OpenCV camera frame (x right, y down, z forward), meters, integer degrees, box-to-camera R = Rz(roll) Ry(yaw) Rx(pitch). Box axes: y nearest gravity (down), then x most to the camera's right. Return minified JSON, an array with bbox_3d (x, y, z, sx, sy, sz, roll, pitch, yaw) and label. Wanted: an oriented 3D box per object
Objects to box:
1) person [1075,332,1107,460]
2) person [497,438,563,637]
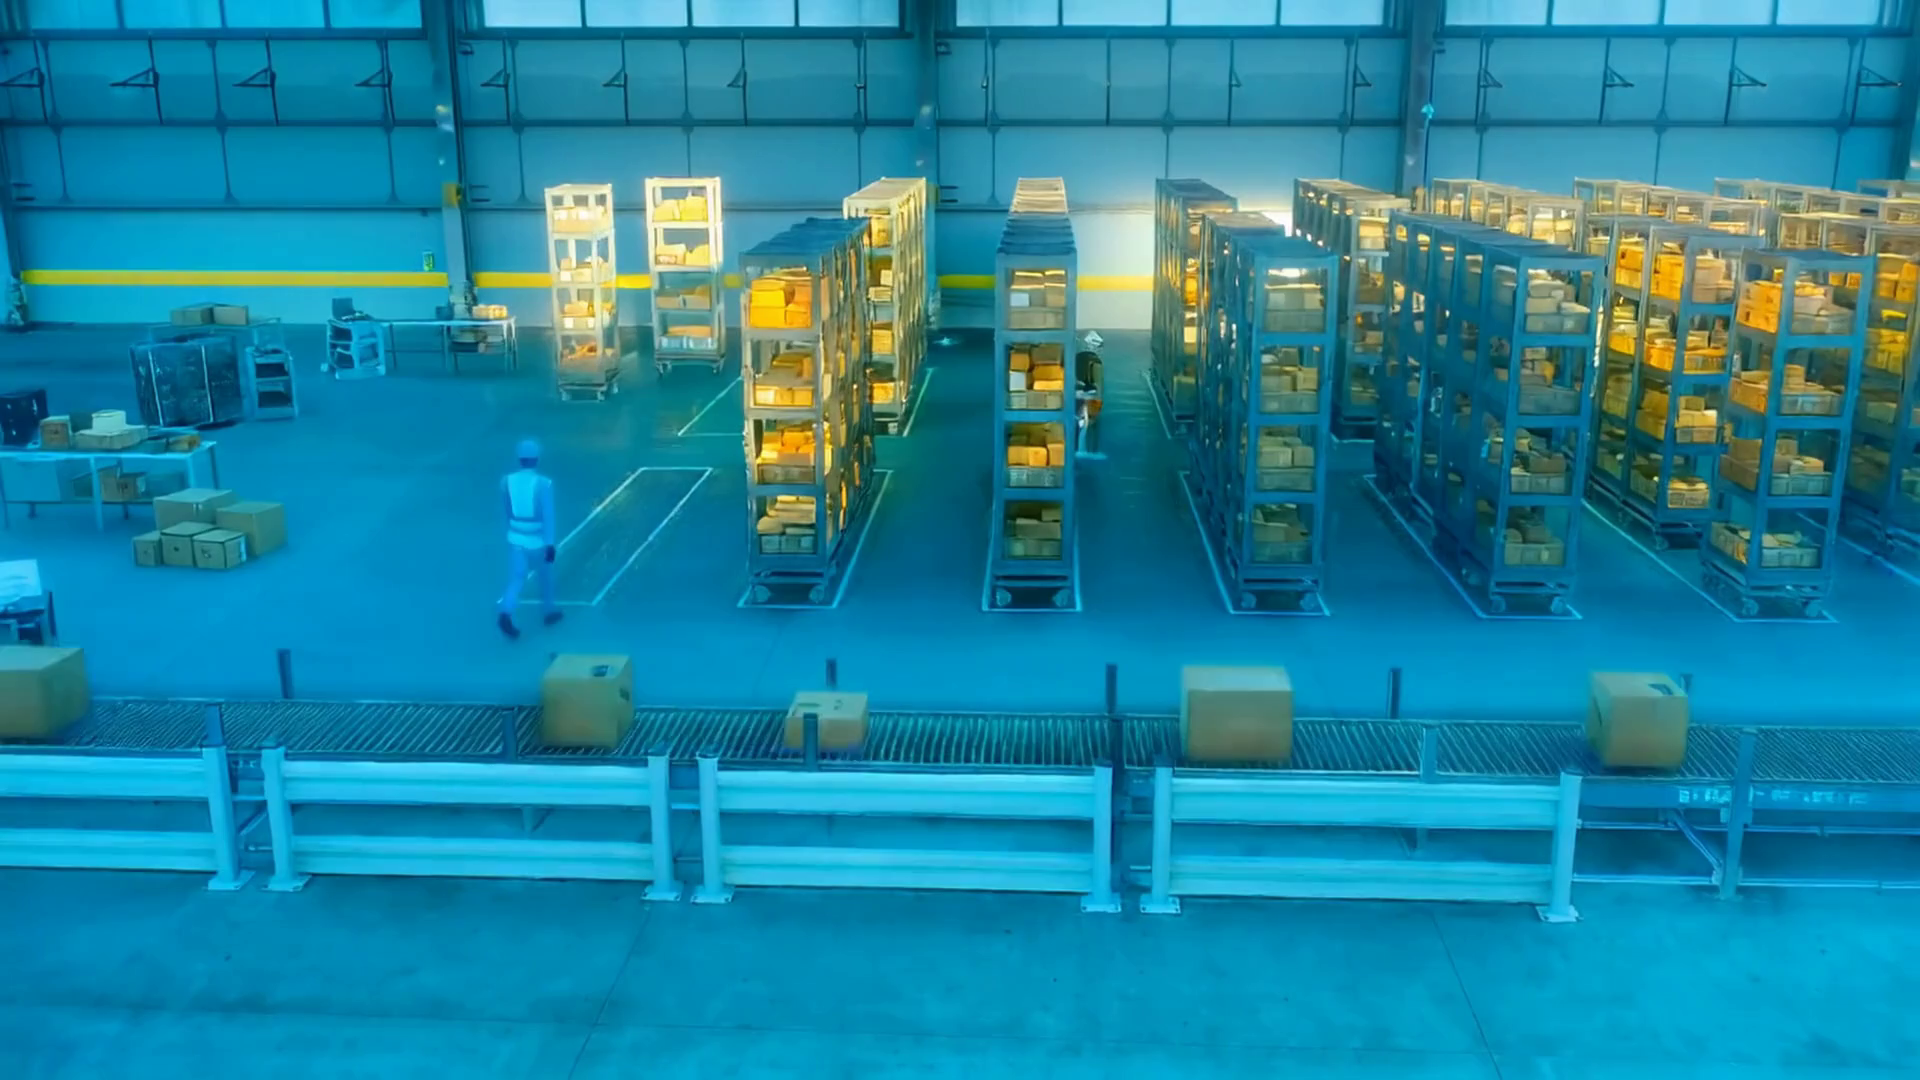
[{"bbox_3d":[1.869,-2.055,23.692,0.404,1.831,0.601,-10,18,-34],"label":"person"},{"bbox_3d":[-4.169,-0.012,15.970,0.603,1.921,0.836,5,16,17],"label":"person"}]
